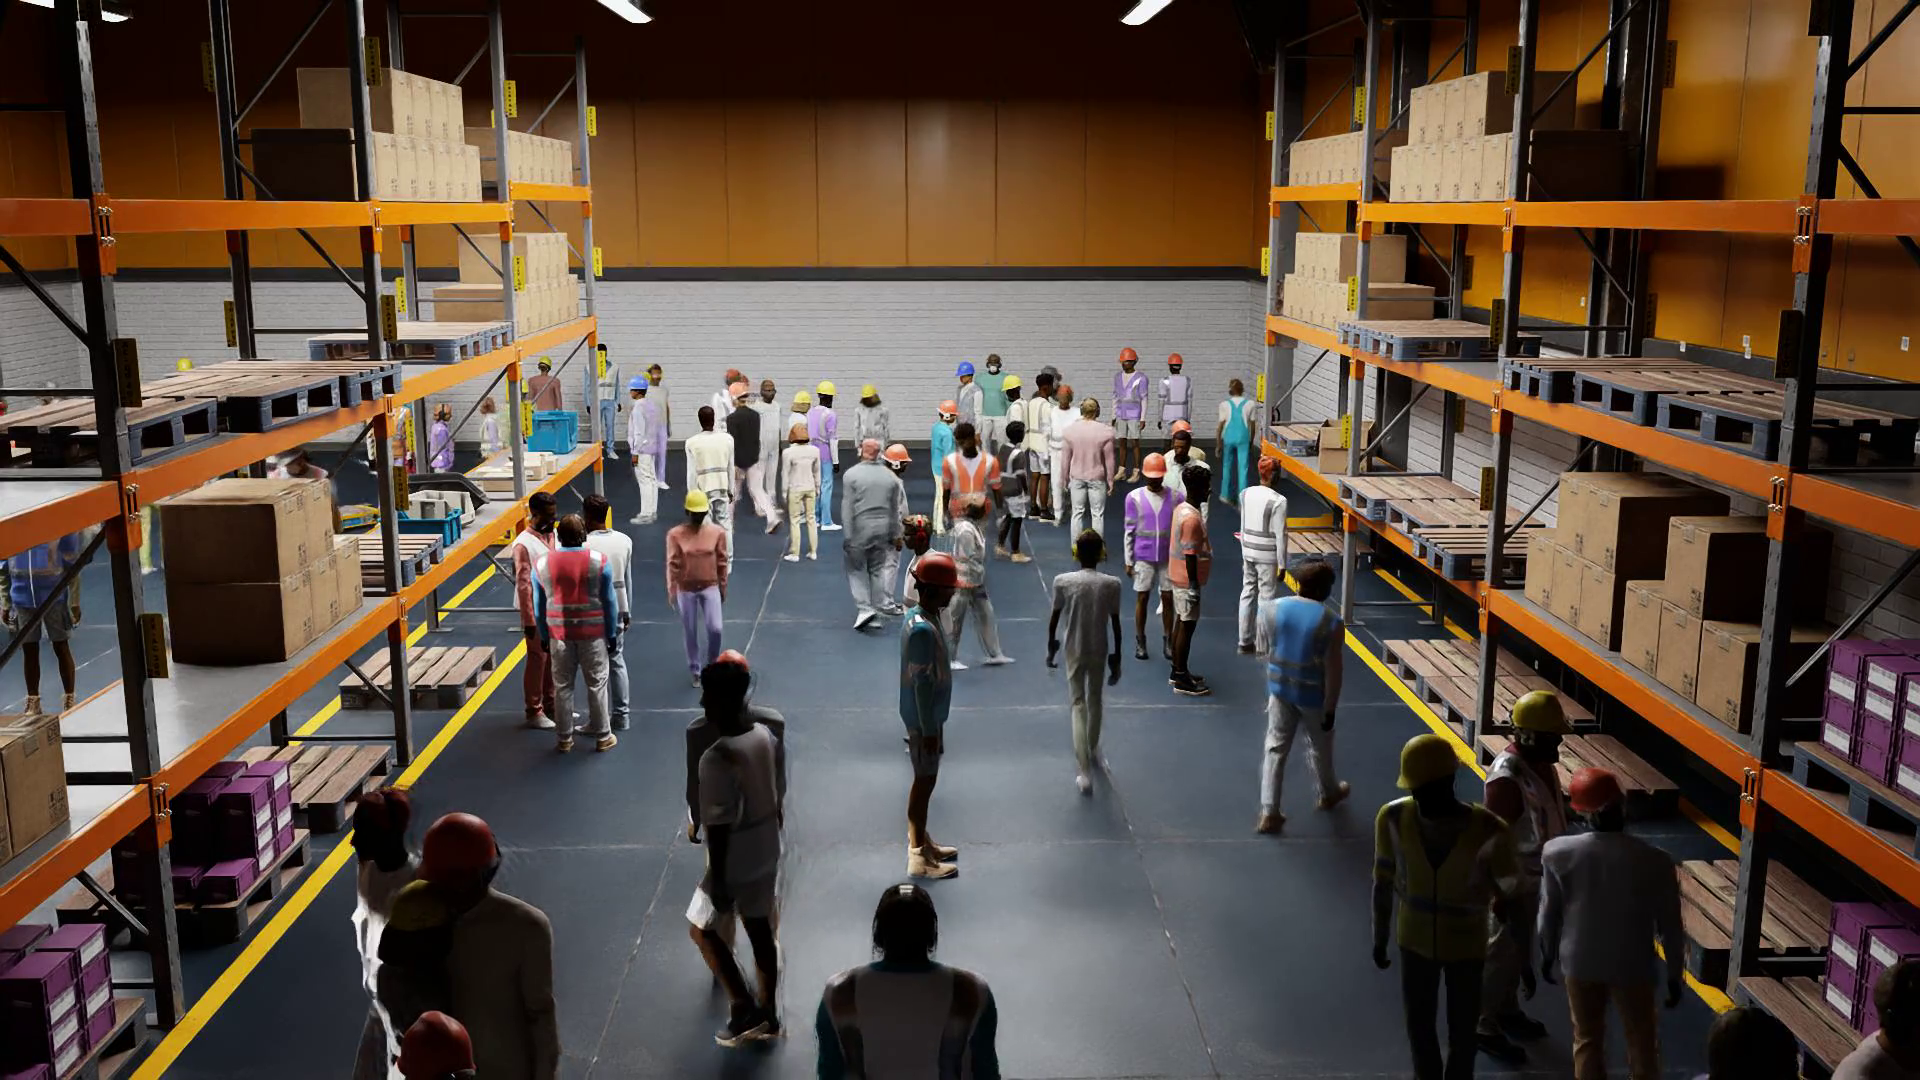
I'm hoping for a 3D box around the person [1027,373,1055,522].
[{"bbox_3d":[1.099,-1.225,21.962,0.366,1.967,0.603,-5,13,-25],"label":"person"}]

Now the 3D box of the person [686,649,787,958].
[{"bbox_3d":[-1.223,1.455,9.063,0.567,1.748,0.339,-5,12,-23],"label":"person"}]

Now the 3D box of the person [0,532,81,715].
[{"bbox_3d":[-7.322,0.482,13.235,0.604,2.034,0.386,-2,12,-12],"label":"person"}]

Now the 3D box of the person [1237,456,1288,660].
[{"bbox_3d":[2.775,0.164,15.239,0.350,1.878,0.568,-8,14,-34],"label":"person"}]

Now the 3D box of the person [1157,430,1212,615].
[{"bbox_3d":[2.240,-0.176,16.858,0.587,1.910,0.397,3,12,17],"label":"person"}]

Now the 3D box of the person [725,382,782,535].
[{"bbox_3d":[-2.698,-1.023,21.016,0.937,1.949,0.627,8,14,34],"label":"person"}]

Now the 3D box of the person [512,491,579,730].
[{"bbox_3d":[-3.327,0.552,13.207,0.405,1.909,0.597,3,12,15],"label":"person"}]

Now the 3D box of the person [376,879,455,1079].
[{"bbox_3d":[-1.925,2.066,6.054,0.320,1.736,0.487,-8,14,-35],"label":"person"}]

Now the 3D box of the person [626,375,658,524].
[{"bbox_3d":[-4.156,-1.179,21.776,0.389,1.949,0.604,1,11,6],"label":"person"}]

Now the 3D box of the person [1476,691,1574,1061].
[{"bbox_3d":[2.736,1.612,8.093,0.403,1.825,0.593,8,14,36],"label":"person"}]

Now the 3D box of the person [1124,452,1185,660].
[{"bbox_3d":[1.780,0.148,15.185,0.553,1.924,0.391,0,11,-1],"label":"person"}]

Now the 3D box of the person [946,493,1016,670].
[{"bbox_3d":[0.172,0.387,14.783,0.757,1.608,0.516,2,12,12],"label":"person"}]

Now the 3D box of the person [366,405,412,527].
[{"bbox_3d":[-7.366,-1.110,21.498,0.585,1.921,0.373,-2,11,-8],"label":"person"}]

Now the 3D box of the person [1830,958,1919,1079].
[{"bbox_3d":[2.762,2.169,5.012,0.371,1.940,0.627,11,16,44],"label":"person"}]

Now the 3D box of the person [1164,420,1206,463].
[{"bbox_3d":[2.505,-0.487,18.829,0.569,1.743,0.365,-6,13,-28],"label":"person"}]

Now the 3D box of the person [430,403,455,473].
[{"bbox_3d":[-6.656,-0.948,21.423,0.313,1.631,0.523,-5,12,-24],"label":"person"}]

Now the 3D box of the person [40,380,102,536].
[{"bbox_3d":[-11.130,-1.019,20.742,0.885,2.000,0.699,10,15,42],"label":"person"}]

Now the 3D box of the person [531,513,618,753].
[{"bbox_3d":[-2.892,0.708,12.586,0.625,1.845,0.429,0,11,-2],"label":"person"}]

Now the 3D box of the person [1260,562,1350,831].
[{"bbox_3d":[2.321,1.017,11.159,0.627,1.790,0.940,8,14,36],"label":"person"}]

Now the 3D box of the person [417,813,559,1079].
[{"bbox_3d":[-1.760,1.934,6.081,0.618,1.986,0.408,3,12,14],"label":"person"}]

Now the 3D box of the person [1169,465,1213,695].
[{"bbox_3d":[1.966,0.327,14.177,0.361,1.963,0.614,0,11,1],"label":"person"}]

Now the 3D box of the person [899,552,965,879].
[{"bbox_3d":[-0.174,1.074,10.287,0.405,2.032,0.610,0,11,0],"label":"person"}]

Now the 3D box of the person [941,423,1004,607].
[{"bbox_3d":[0.142,-0.269,17.326,0.645,1.891,1.000,-2,11,-8],"label":"person"}]

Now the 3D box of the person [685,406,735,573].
[{"bbox_3d":[-2.795,-0.548,18.699,0.587,1.915,0.394,-7,13,-32],"label":"person"}]

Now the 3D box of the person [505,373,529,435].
[{"bbox_3d":[-6.729,-1.770,25.252,0.288,1.746,0.488,5,12,24],"label":"person"}]

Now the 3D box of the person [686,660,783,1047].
[{"bbox_3d":[-1.086,1.547,8.133,0.443,1.944,0.614,6,13,27],"label":"person"}]

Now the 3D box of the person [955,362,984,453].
[{"bbox_3d":[0.113,-1.595,23.897,0.416,1.939,0.605,-7,13,-31],"label":"person"}]

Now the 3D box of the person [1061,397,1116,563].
[{"bbox_3d":[1.497,-0.691,19.355,0.635,1.938,0.354,3,12,15],"label":"person"}]

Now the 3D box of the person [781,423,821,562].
[{"bbox_3d":[-1.857,-0.560,19.487,0.510,1.625,0.282,-8,14,-34],"label":"person"}]

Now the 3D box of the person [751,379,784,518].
[{"bbox_3d":[-2.577,-1.233,22.309,0.347,1.846,0.505,10,15,42],"label":"person"}]
